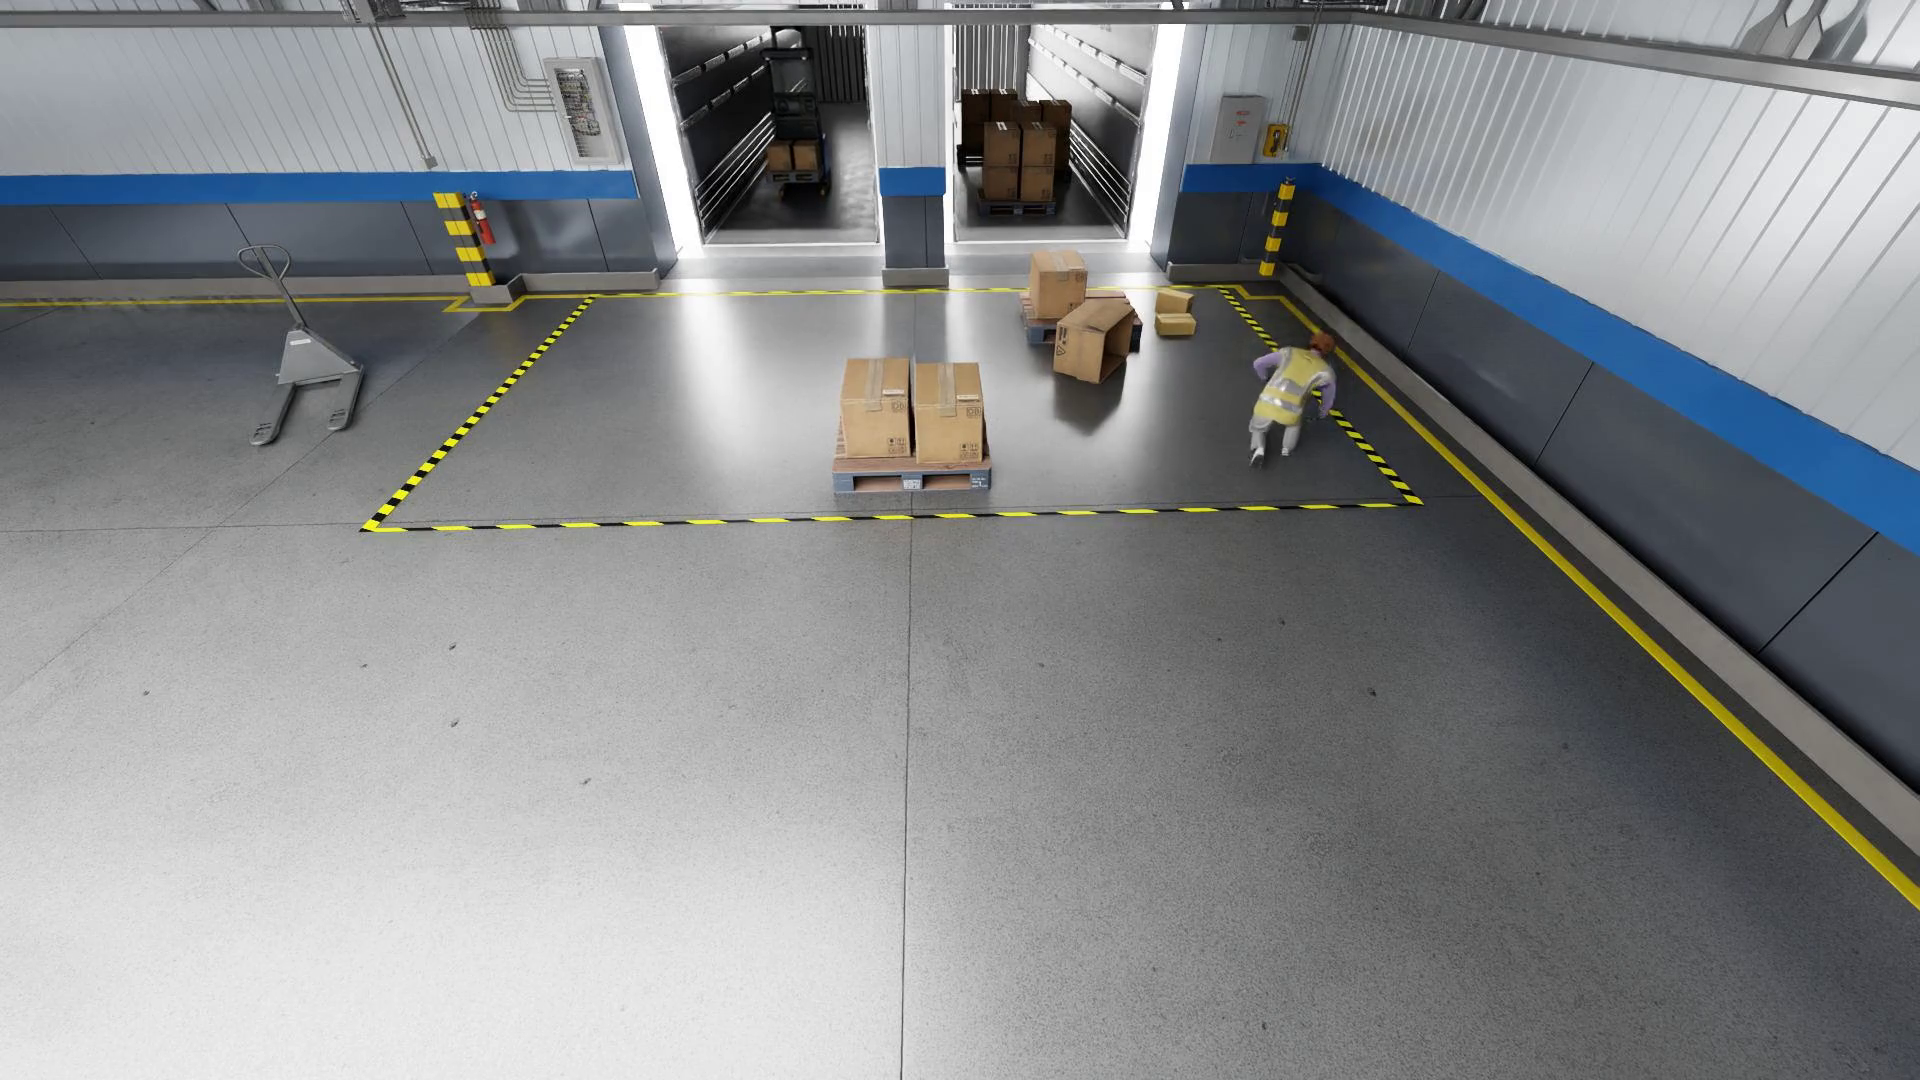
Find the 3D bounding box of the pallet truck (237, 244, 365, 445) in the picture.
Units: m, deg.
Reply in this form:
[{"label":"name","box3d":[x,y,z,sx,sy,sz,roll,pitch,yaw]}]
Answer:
[{"label":"pallet truck","box3d":[-5.915,-1.733,6.366,0.680,1.201,1.601,-18,42,-21]}]

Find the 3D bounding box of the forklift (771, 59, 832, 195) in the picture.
[{"label":"forklift","box3d":[-2.716,-7.187,12.595,0.716,2.013,0.776,-1,38,-2]}]

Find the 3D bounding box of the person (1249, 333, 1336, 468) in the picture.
[{"label":"person","box3d":[2.605,-1.110,5.896,0.678,0.967,0.942,21,43,24]}]
